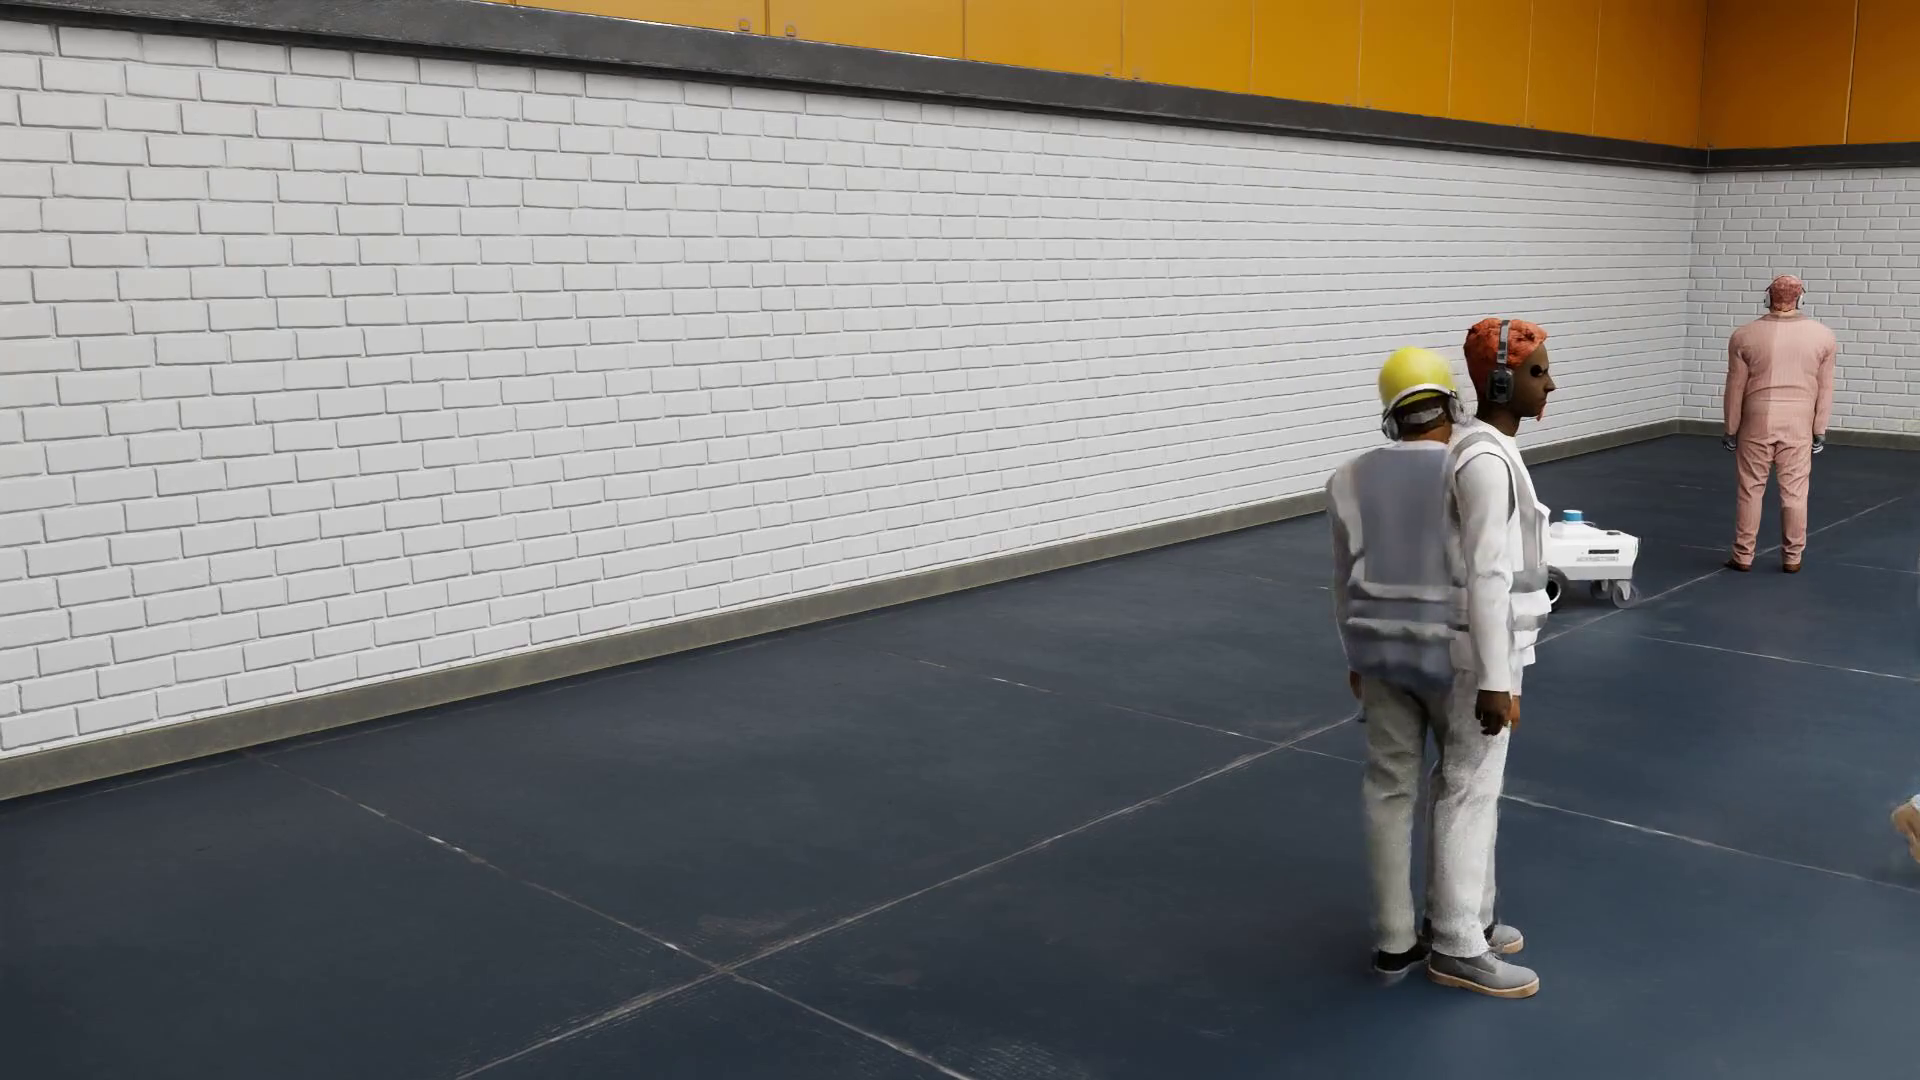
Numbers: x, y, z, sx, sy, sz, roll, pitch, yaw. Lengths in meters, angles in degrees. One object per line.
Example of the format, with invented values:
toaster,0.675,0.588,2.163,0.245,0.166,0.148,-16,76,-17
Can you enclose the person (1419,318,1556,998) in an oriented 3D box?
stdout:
person,1.484,0.324,4.691,0.352,1.881,0.580,2,10,12

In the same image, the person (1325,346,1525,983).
person,1.345,0.347,4.813,0.622,1.791,0.621,7,12,35

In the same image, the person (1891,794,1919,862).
person,3.401,0.240,5.336,0.647,1.821,0.436,-6,12,-32

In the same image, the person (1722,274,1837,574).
person,5.208,-0.733,10.635,0.643,1.909,0.410,2,10,14

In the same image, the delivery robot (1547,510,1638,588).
delivery robot,3.540,0.069,9.649,0.707,0.478,0.477,-1,10,-5
